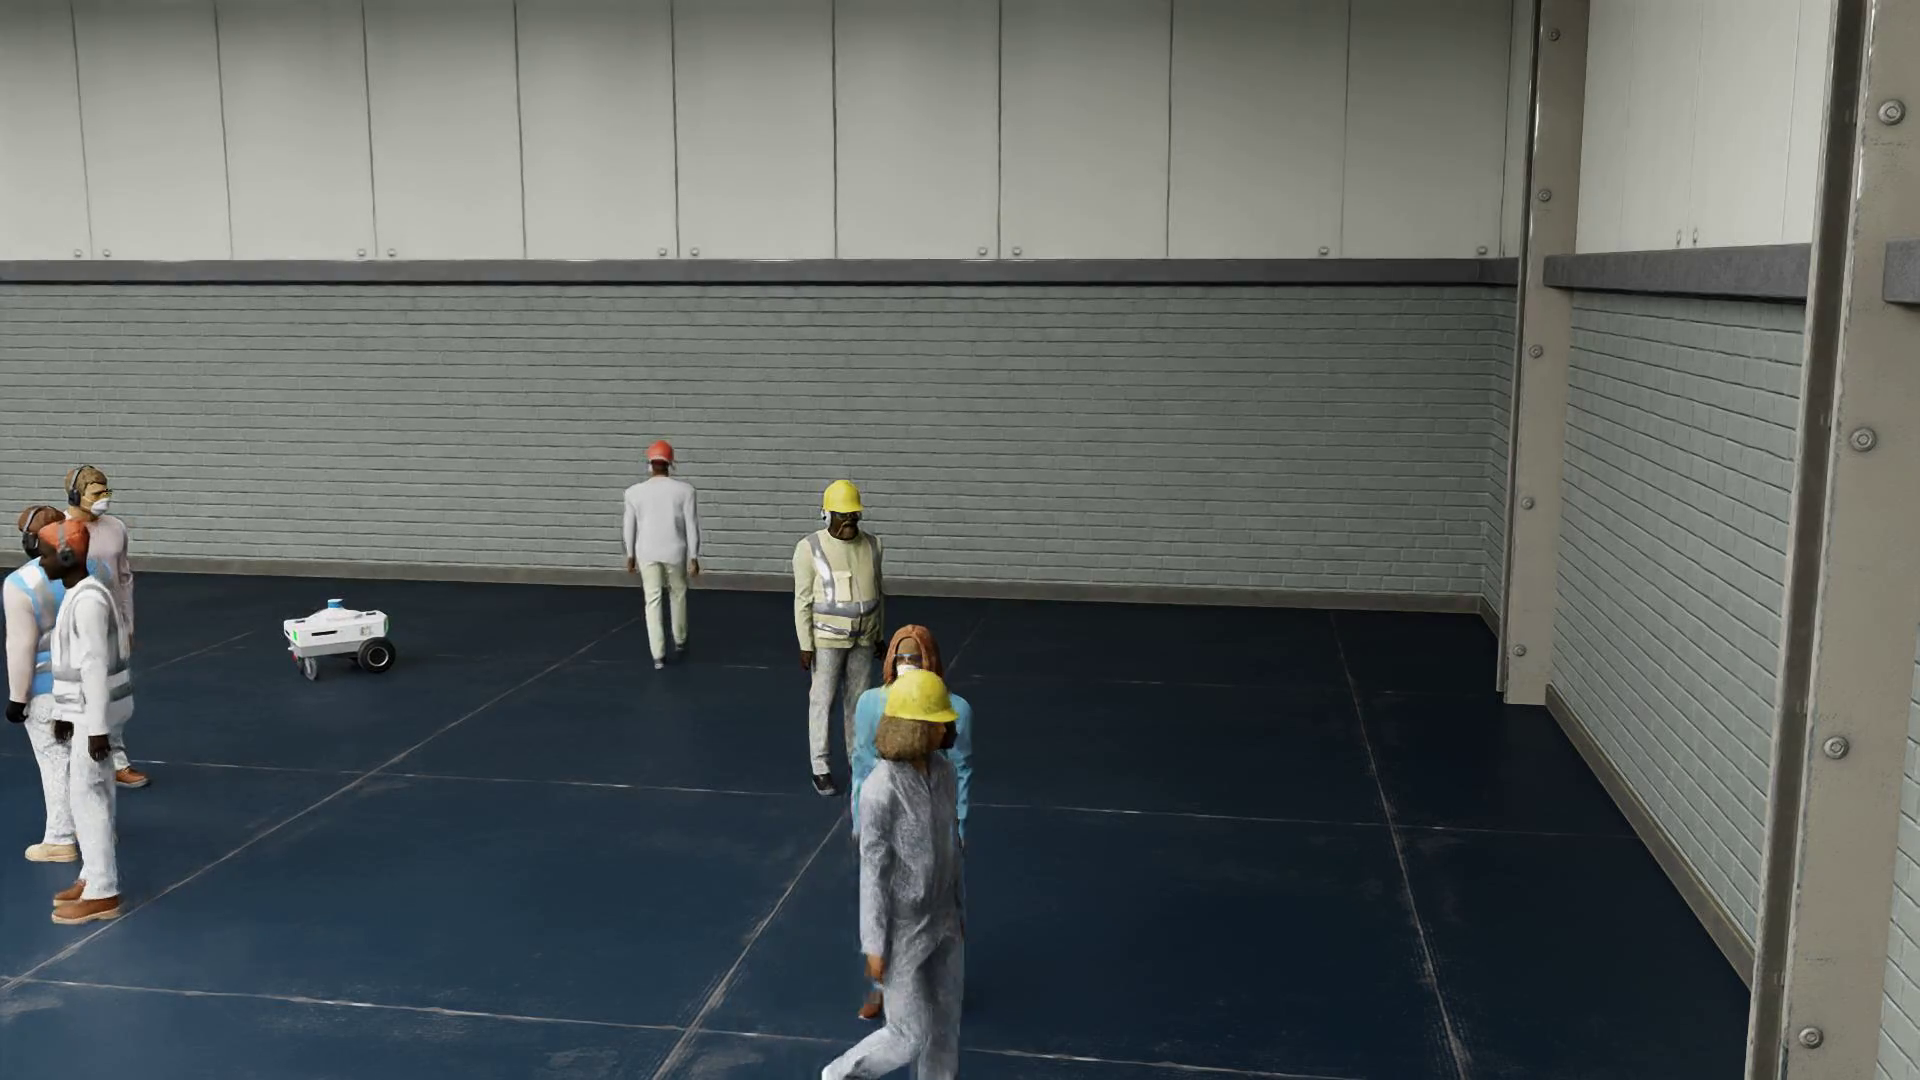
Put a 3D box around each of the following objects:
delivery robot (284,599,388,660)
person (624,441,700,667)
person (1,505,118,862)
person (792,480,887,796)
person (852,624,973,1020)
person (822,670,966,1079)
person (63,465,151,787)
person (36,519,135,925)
[{"bbox_3d":[-4.702,0.687,12.540,0.707,0.478,0.477,-6,11,-32],"label":"delivery robot"},{"bbox_3d":[-2.311,0.081,12.974,0.591,1.712,0.840,-1,9,-5],"label":"person"},{"bbox_3d":[-4.654,0.734,8.584,0.430,1.845,0.619,3,10,19],"label":"person"},{"bbox_3d":[-0.679,0.557,9.700,0.598,1.832,0.404,-7,11,-35],"label":"person"},{"bbox_3d":[-0.195,1.140,6.707,0.499,1.636,0.286,2,9,12],"label":"person"},{"bbox_3d":[-0.177,1.272,5.587,0.519,1.727,0.504,6,11,35],"label":"person"},{"bbox_3d":[-5.003,0.529,9.582,0.375,1.933,0.625,3,10,18],"label":"person"},{"bbox_3d":[-4.130,0.833,7.868,0.409,1.878,0.585,-5,10,-28],"label":"person"}]
